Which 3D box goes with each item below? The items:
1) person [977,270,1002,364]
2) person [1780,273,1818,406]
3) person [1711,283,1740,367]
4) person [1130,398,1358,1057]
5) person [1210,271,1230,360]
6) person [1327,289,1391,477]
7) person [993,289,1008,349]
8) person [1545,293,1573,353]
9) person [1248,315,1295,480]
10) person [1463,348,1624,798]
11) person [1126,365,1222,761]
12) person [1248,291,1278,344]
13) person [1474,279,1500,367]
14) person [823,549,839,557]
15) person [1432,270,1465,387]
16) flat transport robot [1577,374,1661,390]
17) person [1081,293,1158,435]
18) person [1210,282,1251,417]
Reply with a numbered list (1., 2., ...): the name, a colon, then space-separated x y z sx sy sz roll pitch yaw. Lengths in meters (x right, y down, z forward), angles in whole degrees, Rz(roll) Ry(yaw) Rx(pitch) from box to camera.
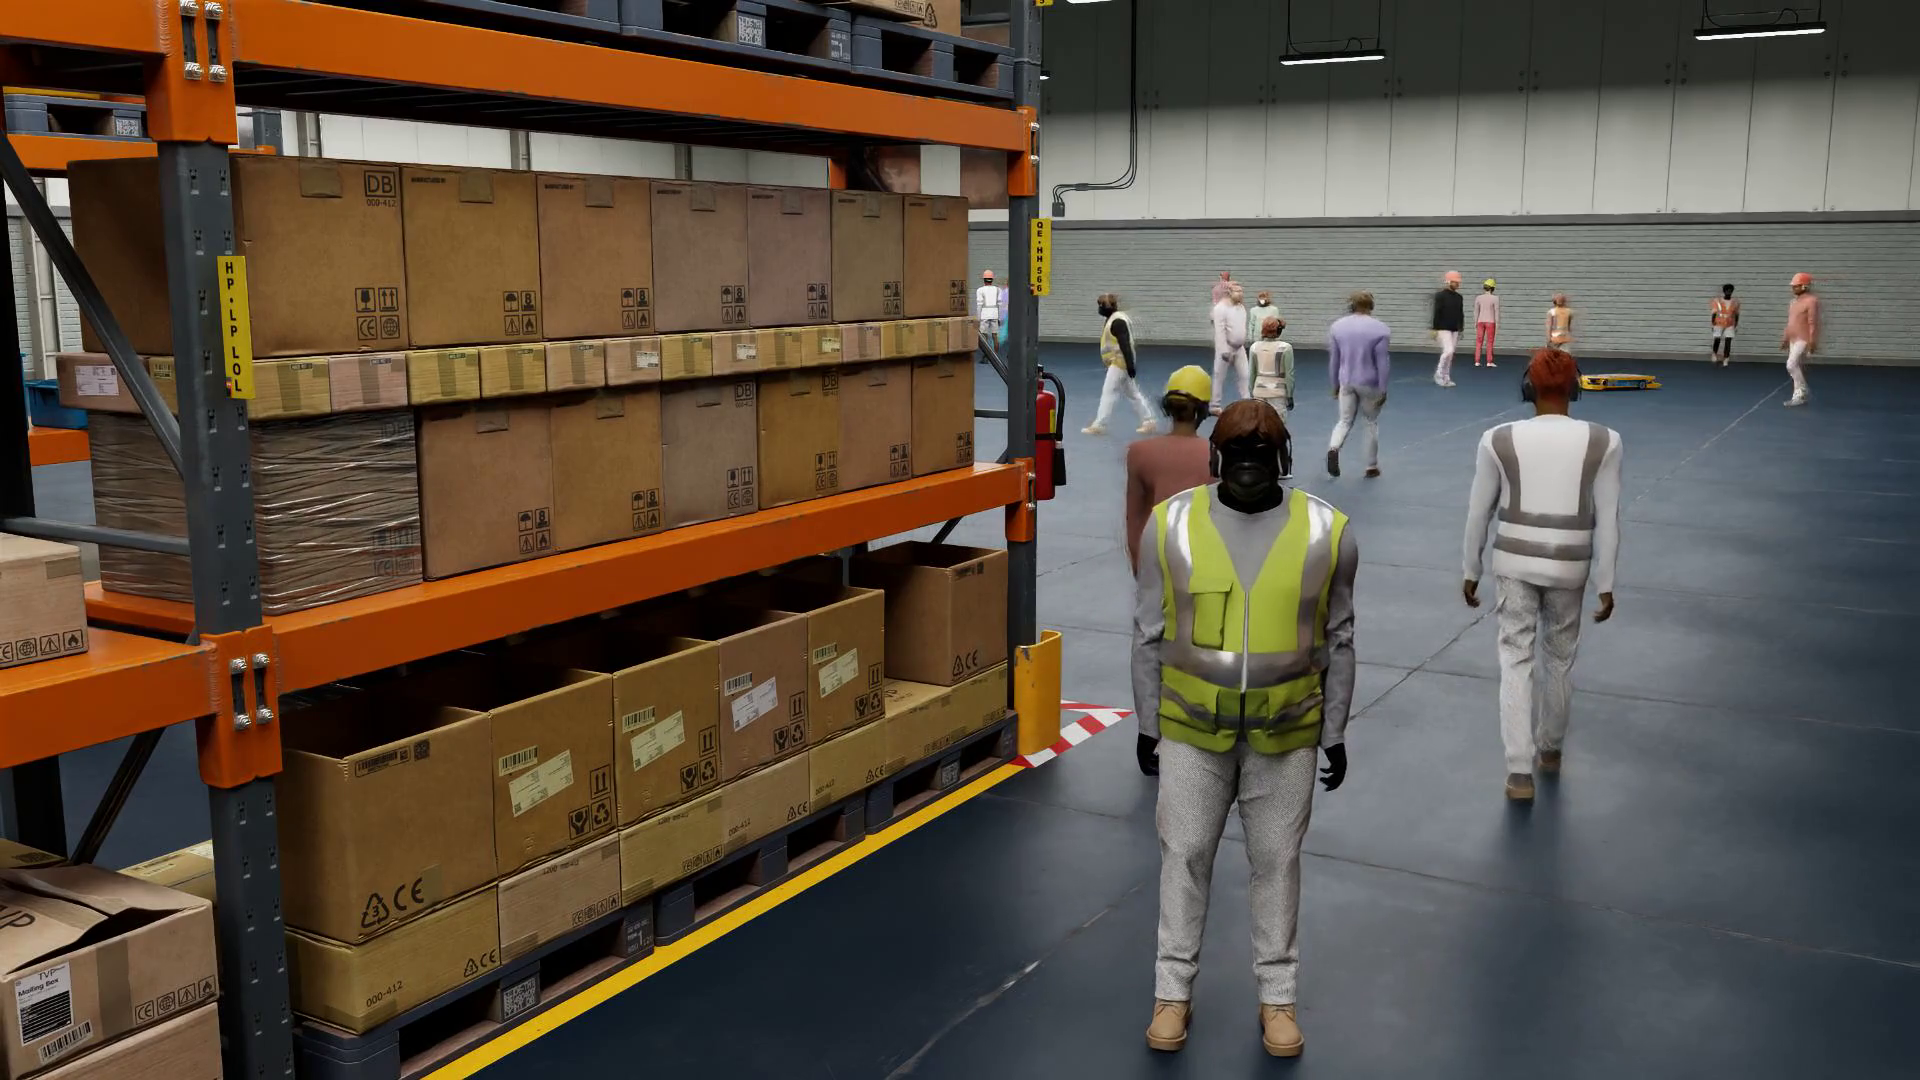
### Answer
1. person: 0.586 -4.612 34.442 0.548 1.937 0.379 -3 10 -19
2. person: 12.423 -2.960 24.648 0.452 1.978 0.612 0 10 2
3. person: 15.437 -4.337 33.563 0.543 1.678 0.349 3 10 17
4. person: 0.784 0.526 4.645 0.622 1.845 0.429 1 10 7
5. person: 5.663 -4.808 35.678 0.638 1.910 0.407 -3 10 -19
6. person: 3.955 -1.548 16.611 0.640 1.911 0.772 6 12 33
7. person: 1.043 -4.725 35.546 1.000 1.791 0.566 -3 10 -17
8. person: 9.953 -3.312 27.816 0.525 1.598 0.817 -2 10 -11
9. person: 3.107 -1.417 16.614 0.513 1.639 0.313 9 13 41
10. person: 2.424 0.126 6.959 0.600 1.855 0.814 3 10 17
11. person: 0.995 0.097 7.442 0.528 1.747 0.613 4 10 21
12. person: 5.366 -3.607 29.486 0.518 1.617 0.366 3 10 19
13. person: 10.602 -4.354 33.436 0.533 1.767 0.327 9 13 44
14. person: -0.638 -0.330 9.722 0.511 1.825 0.775 -9 13 -42
15. person: 8.335 -3.583 28.289 0.649 1.978 0.443 -6 11 -32
16. flat transport robot: 10.956 -2.657 27.867 1.431 0.197 0.652 -4 10 -20
17. person: 2.044 -2.190 20.779 0.974 1.778 0.659 0 10 0
18. person: 3.802 -2.600 22.866 0.650 1.871 0.911 -7 12 -37
